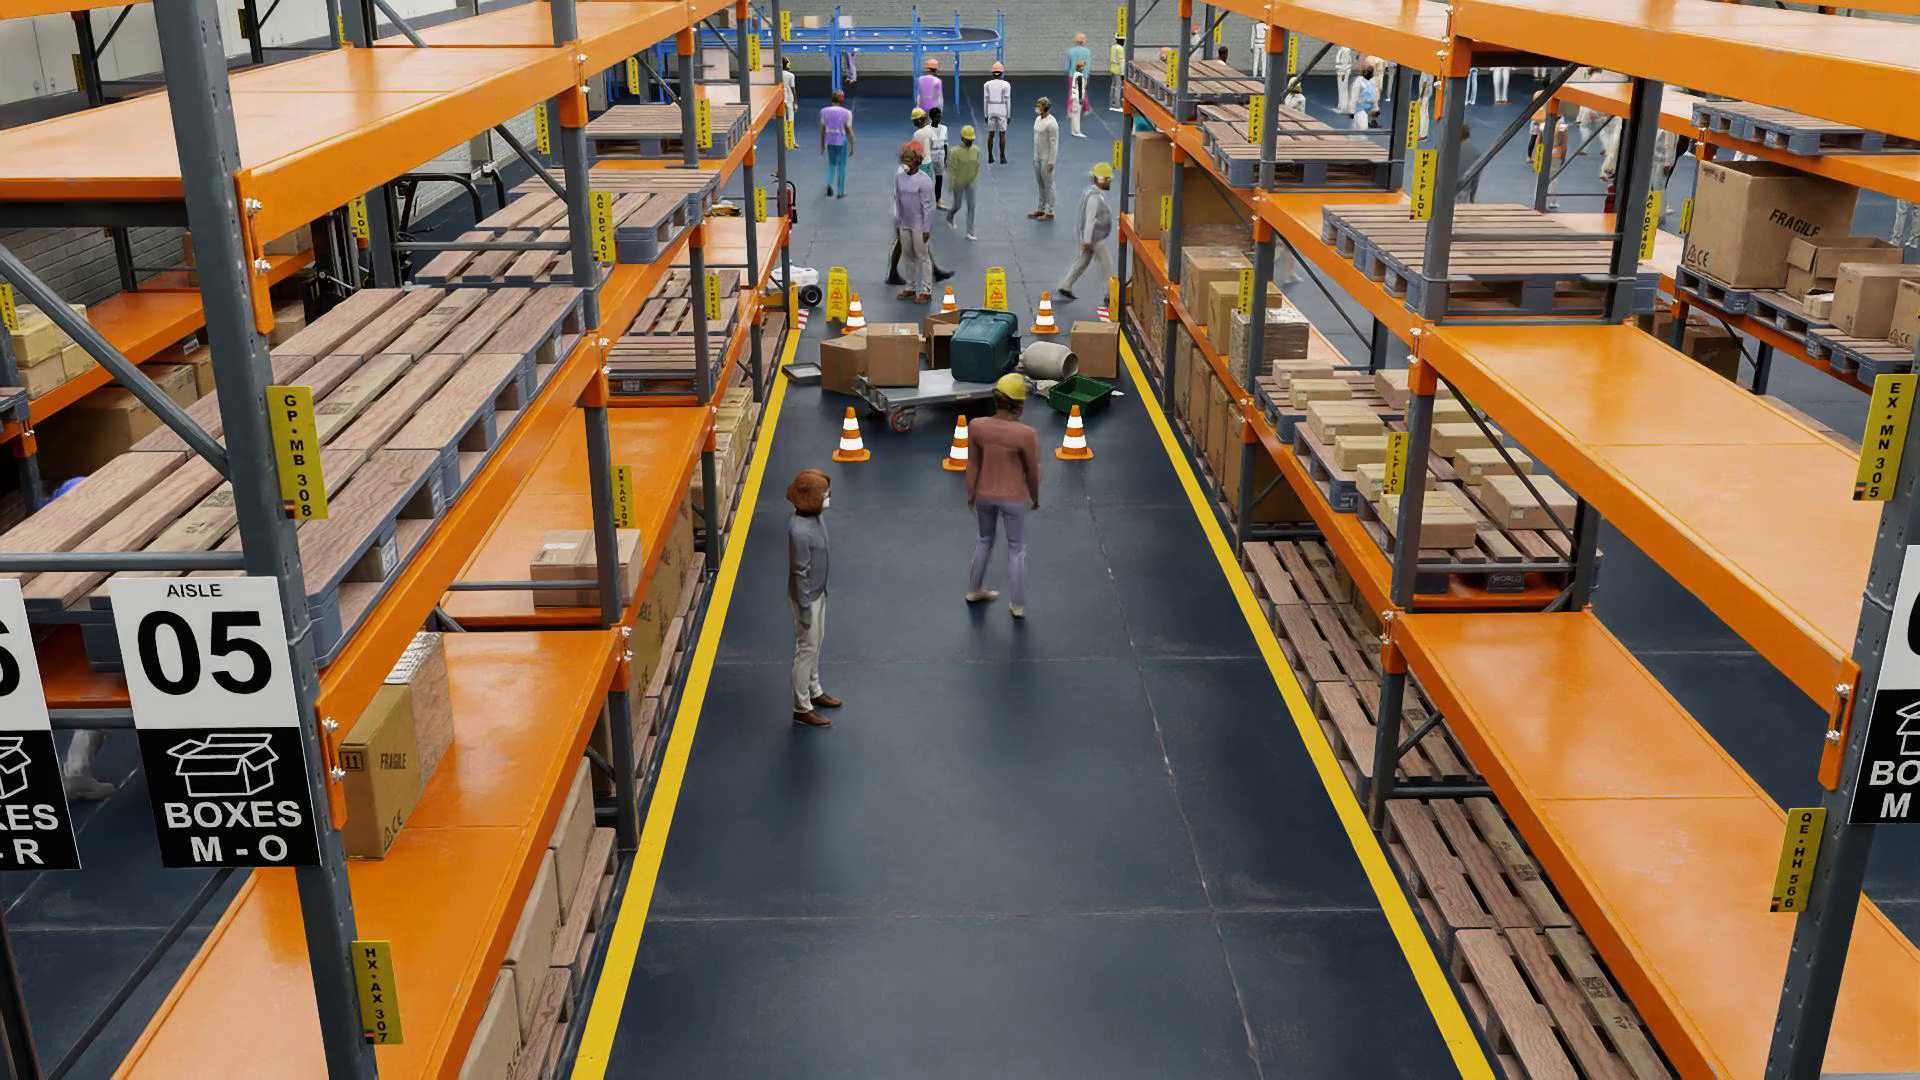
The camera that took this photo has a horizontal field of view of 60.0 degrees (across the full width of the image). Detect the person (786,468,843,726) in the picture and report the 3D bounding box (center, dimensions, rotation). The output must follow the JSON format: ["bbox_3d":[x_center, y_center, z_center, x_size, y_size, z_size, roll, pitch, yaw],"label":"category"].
[{"bbox_3d":[-0.895,0.338,10.041,0.287,1.626,0.508,2,21,6],"label":"person"}]

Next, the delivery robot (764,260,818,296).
[{"bbox_3d":[-2.158,-3.281,20.963,0.707,0.478,0.477,-7,22,-18],"label":"delivery robot"}]

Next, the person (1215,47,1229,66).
[{"bbox_3d":[5.710,-9.929,36.789,0.405,1.906,0.604,-5,21,-14],"label":"person"}]

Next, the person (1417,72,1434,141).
[{"bbox_3d":[10.000,-9.561,35.857,0.328,1.876,0.513,13,24,30],"label":"person"}]

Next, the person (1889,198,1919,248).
[{"bbox_3d":[14.000,-5.176,24.465,0.486,1.738,0.320,1,21,2],"label":"person"}]

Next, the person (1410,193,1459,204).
[{"bbox_3d":[5.890,-3.892,20.813,0.602,1.917,0.385,10,23,24],"label":"person"}]

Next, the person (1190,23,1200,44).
[{"bbox_3d":[6.600,-13.663,46.876,0.359,1.747,0.584,0,21,-1],"label":"person"}]

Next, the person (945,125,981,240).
[{"bbox_3d":[0.017,-5.444,25.203,0.531,1.723,0.742,-9,23,-23],"label":"person"}]

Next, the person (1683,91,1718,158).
[{"bbox_3d":[15.041,-8.645,33.451,0.606,1.877,0.688,-10,23,-24],"label":"person"}]

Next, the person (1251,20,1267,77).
[{"bbox_3d":[8.847,-14.501,48.901,0.587,1.882,0.341,6,22,15],"label":"person"}]

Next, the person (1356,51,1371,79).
[{"bbox_3d":[11.303,-13.474,46.156,0.650,1.907,0.409,9,23,23],"label":"person"}]

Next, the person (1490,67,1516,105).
[{"bbox_3d":[13.903,-12.092,42.588,0.681,1.861,0.402,6,21,15],"label":"person"}]

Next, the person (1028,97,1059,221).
[{"bbox_3d":[1.348,-6.085,26.580,0.377,1.940,0.628,-9,22,-21],"label":"person"}]

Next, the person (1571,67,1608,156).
[{"bbox_3d":[12.845,-8.678,33.502,0.724,1.906,0.651,14,25,33],"label":"person"}]

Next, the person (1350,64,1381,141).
[{"bbox_3d":[8.194,-8.631,33.489,0.880,1.810,0.633,17,27,38],"label":"person"}]

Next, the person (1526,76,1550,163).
[{"bbox_3d":[11.390,-8.202,32.528,0.321,1.687,0.538,-11,24,-28],"label":"person"}]

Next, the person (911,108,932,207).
[{"bbox_3d":[-0.633,-6.020,26.660,0.327,1.760,0.523,8,22,20],"label":"person"}]

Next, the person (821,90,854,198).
[{"bbox_3d":[-2.111,-6.809,28.648,0.593,1.825,0.440,6,22,16],"label":"person"}]

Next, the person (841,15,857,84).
[{"bbox_3d":[-3.228,-14.105,47.835,0.403,1.900,0.641,-12,24,-29],"label":"person"}]

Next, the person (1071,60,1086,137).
[{"bbox_3d":[2.601,-9.711,36.585,0.315,1.636,0.515,-2,21,-5],"label":"person"}]

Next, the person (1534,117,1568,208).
[{"bbox_3d":[9.860,-6.379,27.775,0.522,1.638,0.310,14,25,33],"label":"person"}]

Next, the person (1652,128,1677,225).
[{"bbox_3d":[11.056,-5.973,26.293,0.436,1.934,0.658,2,21,5],"label":"person"}]

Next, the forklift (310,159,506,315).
[{"bbox_3d":[-5.622,-2.910,17.832,2.313,2.155,1.214,-1,21,-1],"label":"forklift"}]

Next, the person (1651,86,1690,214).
[{"bbox_3d":[11.640,-6.387,27.236,0.537,2.000,0.682,5,21,13],"label":"person"}]

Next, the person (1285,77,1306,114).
[{"bbox_3d":[6.329,-7.925,31.714,0.299,1.745,0.483,-16,26,-36],"label":"person"}]

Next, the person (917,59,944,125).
[{"bbox_3d":[-0.582,-8.710,33.541,0.586,1.918,0.458,11,23,27],"label":"person"}]

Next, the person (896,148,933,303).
[{"bbox_3d":[-0.579,-3.970,21.011,0.378,1.931,0.625,-18,27,-39],"label":"person"}]

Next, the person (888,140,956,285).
[{"bbox_3d":[-0.532,-4.288,21.890,0.976,1.889,0.559,5,21,13],"label":"person"}]

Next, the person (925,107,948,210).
[{"bbox_3d":[-0.427,-6.283,27.452,0.533,1.691,0.321,-14,25,-33],"label":"person"}]

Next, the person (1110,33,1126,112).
[{"bbox_3d":[3.915,-11.589,41.142,0.370,1.929,0.585,-7,22,-18],"label":"person"}]

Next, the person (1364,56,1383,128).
[{"bbox_3d":[9.475,-10.421,38.051,0.376,1.931,0.542,-12,24,-29],"label":"person"}]

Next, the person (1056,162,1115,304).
[{"bbox_3d":[1.660,-3.853,20.913,0.934,1.783,0.598,2,21,5],"label":"person"}]

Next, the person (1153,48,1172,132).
[{"bbox_3d":[4.370,-9.609,35.850,0.435,1.981,0.629,14,25,33],"label":"person"}]

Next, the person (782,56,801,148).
[{"bbox_3d":[-3.607,-9.121,34.696,0.513,1.875,0.328,11,23,26],"label":"person"}]

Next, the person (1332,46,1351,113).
[{"bbox_3d":[9.385,-11.495,40.888,0.427,1.938,0.604,0,21,0],"label":"person"}]

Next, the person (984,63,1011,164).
[{"bbox_3d":[0.733,-8.365,32.624,0.543,1.929,0.387,6,22,16],"label":"person"}]

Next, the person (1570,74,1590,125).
[{"bbox_3d":[14.508,-10.489,38.660,0.511,1.622,0.296,-16,26,-36],"label":"person"}]

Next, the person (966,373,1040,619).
[{"bbox_3d":[0.300,-0.312,11.588,0.523,1.748,0.362,11,23,26],"label":"person"}]

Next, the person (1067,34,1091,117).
[{"bbox_3d":[2.864,-11.202,40.105,0.638,1.941,1.020,11,23,27],"label":"person"}]
